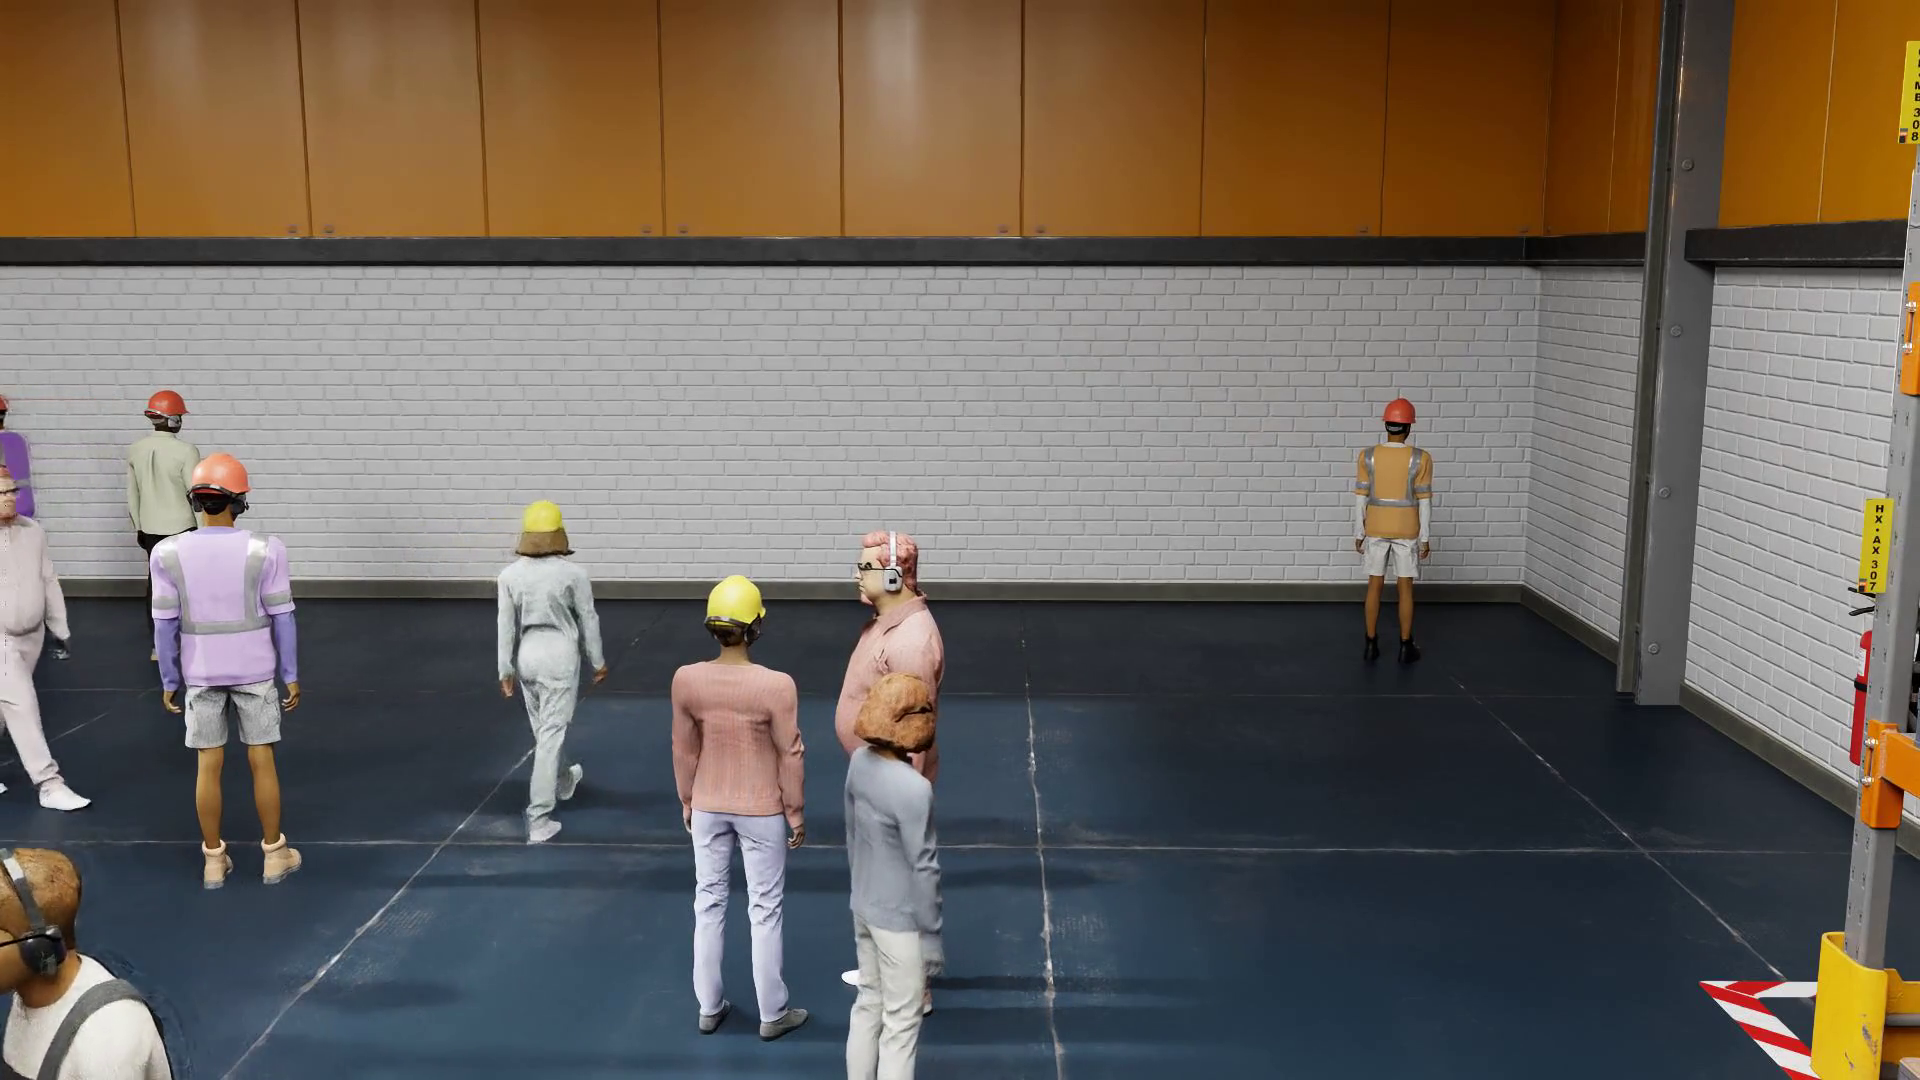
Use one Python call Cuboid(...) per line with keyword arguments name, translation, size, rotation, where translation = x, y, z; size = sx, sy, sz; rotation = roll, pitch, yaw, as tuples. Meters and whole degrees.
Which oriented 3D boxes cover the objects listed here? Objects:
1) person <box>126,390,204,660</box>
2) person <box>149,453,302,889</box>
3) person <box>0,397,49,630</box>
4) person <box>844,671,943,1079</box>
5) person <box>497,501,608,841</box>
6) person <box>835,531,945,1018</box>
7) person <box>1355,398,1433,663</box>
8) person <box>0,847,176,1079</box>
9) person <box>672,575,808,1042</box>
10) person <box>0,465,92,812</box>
Cuboid(name="person", translation=(-5.778, -0.101, 12.217), size=(0.622, 1.992, 0.395), rotation=(2, 10, 12))
Cuboid(name="person", translation=(-3.424, 0.610, 7.811), size=(0.615, 2.041, 0.392), rotation=(-2, 10, -11))
Cuboid(name="person", translation=(-7.618, -0.218, 13.182), size=(0.774, 1.898, 0.558), rotation=(2, 10, 11))
Cuboid(name="person", translation=(-0.207, 1.223, 5.366), size=(0.269, 1.631, 0.506), rotation=(-5, 11, -29))
Cuboid(name="person", translation=(-2.101, 0.641, 8.662), size=(0.493, 1.700, 0.895), rotation=(2, 10, 13))
Cuboid(name="person", translation=(-0.276, 0.906, 6.446), size=(0.410, 1.909, 0.643), rotation=(-2, 10, -10))
Cuboid(name="person", translation=(3.176, -0.069, 12.194), size=(0.550, 1.935, 0.376), rotation=(4, 10, 24))
Cuboid(name="person", translation=(-1.747, 1.465, 3.363), size=(0.510, 1.823, 0.399), rotation=(8, 12, 39))
Cuboid(name="person", translation=(-0.824, 1.007, 6.255), size=(0.525, 1.772, 0.309), rotation=(3, 10, 16))
Cuboid(name="person", translation=(-5.141, 0.513, 8.961), size=(0.985, 1.862, 0.661), rotation=(3, 10, 15))
